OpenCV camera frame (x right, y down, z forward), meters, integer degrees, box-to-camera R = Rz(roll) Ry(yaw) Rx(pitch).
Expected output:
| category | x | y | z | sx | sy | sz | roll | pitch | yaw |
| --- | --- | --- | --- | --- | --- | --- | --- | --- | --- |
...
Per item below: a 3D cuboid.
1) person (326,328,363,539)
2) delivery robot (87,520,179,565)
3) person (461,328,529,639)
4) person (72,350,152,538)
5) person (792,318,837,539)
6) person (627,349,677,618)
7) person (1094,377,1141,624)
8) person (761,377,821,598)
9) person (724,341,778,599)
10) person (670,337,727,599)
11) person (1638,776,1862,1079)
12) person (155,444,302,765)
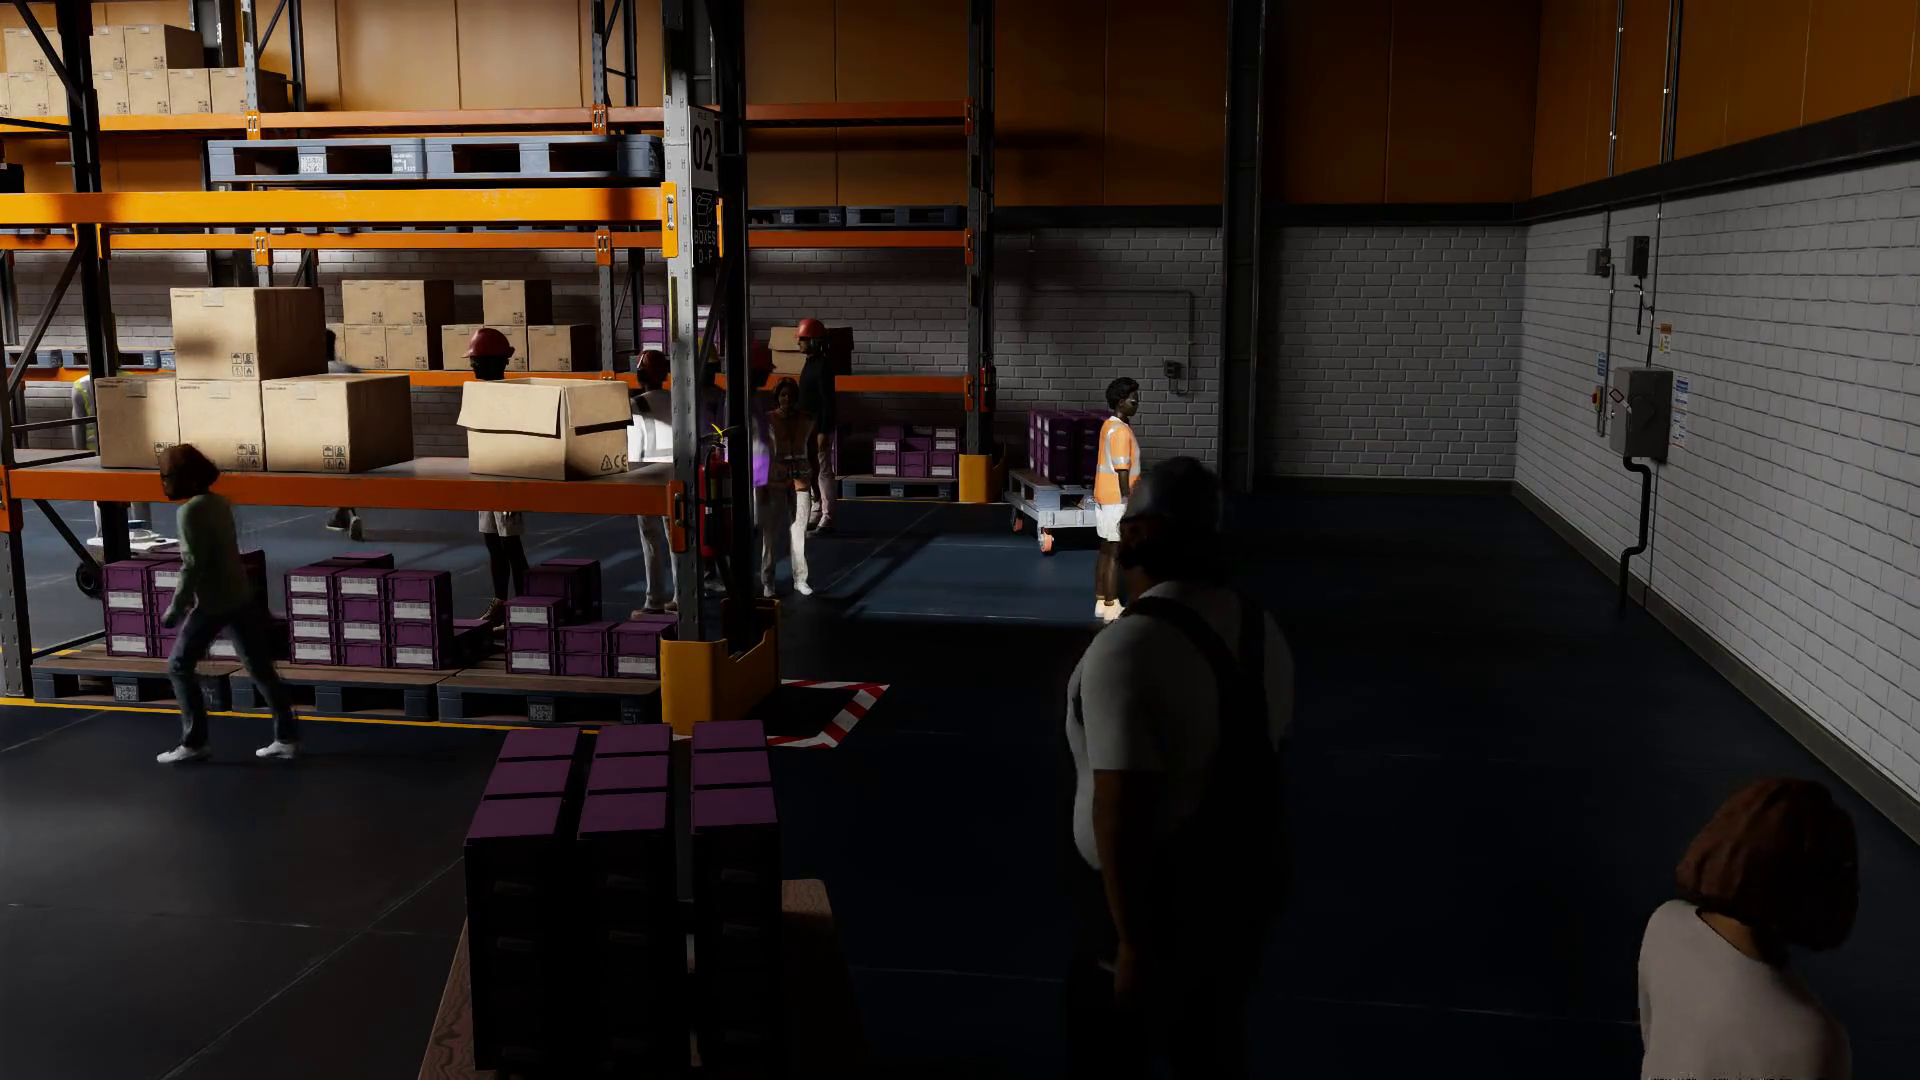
| category | x | y | z | sx | sy | sz | roll | pitch | yaw |
| --- | --- | --- | --- | --- | --- | --- | --- | --- | --- |
| person | -5.643 | -0.980 | 15.174 | 0.627 | 1.918 | 0.921 | -9 | 13 | -44 |
| delivery robot | -6.143 | 0.095 | 12.402 | 0.707 | 0.478 | 0.477 | 4 | 10 | 22 |
| person | -3.069 | -0.373 | 10.990 | 0.372 | 2.044 | 0.608 | -8 | 12 | -42 |
| person | -7.060 | -0.734 | 13.898 | 0.629 | 1.835 | 0.429 | -8 | 12 | -41 |
| person | -1.313 | -1.007 | 15.074 | 0.389 | 1.996 | 0.612 | -3 | 10 | -20 |
| person | -2.077 | -0.370 | 11.462 | 0.337 | 1.882 | 0.584 | 7 | 12 | 38 |
| person | 1.087 | -0.272 | 11.428 | 0.317 | 1.698 | 0.540 | -1 | 9 | -6 |
| person | -1.285 | -0.390 | 12.347 | 0.522 | 1.638 | 0.309 | -4 | 10 | -23 |
| person | -1.448 | -0.424 | 11.641 | 0.378 | 1.932 | 0.551 | 1 | 9 | 5 |
| person | -1.907 | -0.534 | 12.345 | 0.369 | 1.928 | 0.586 | 6 | 11 | 31 |
| person | 1.287 | 1.169 | 2.710 | 0.338 | 1.621 | 0.528 | -1 | 9 | -4 |
| person | -3.618 | 0.330 | 8.034 | 0.745 | 1.579 | 0.516 | 0 | 9 | -1 |
